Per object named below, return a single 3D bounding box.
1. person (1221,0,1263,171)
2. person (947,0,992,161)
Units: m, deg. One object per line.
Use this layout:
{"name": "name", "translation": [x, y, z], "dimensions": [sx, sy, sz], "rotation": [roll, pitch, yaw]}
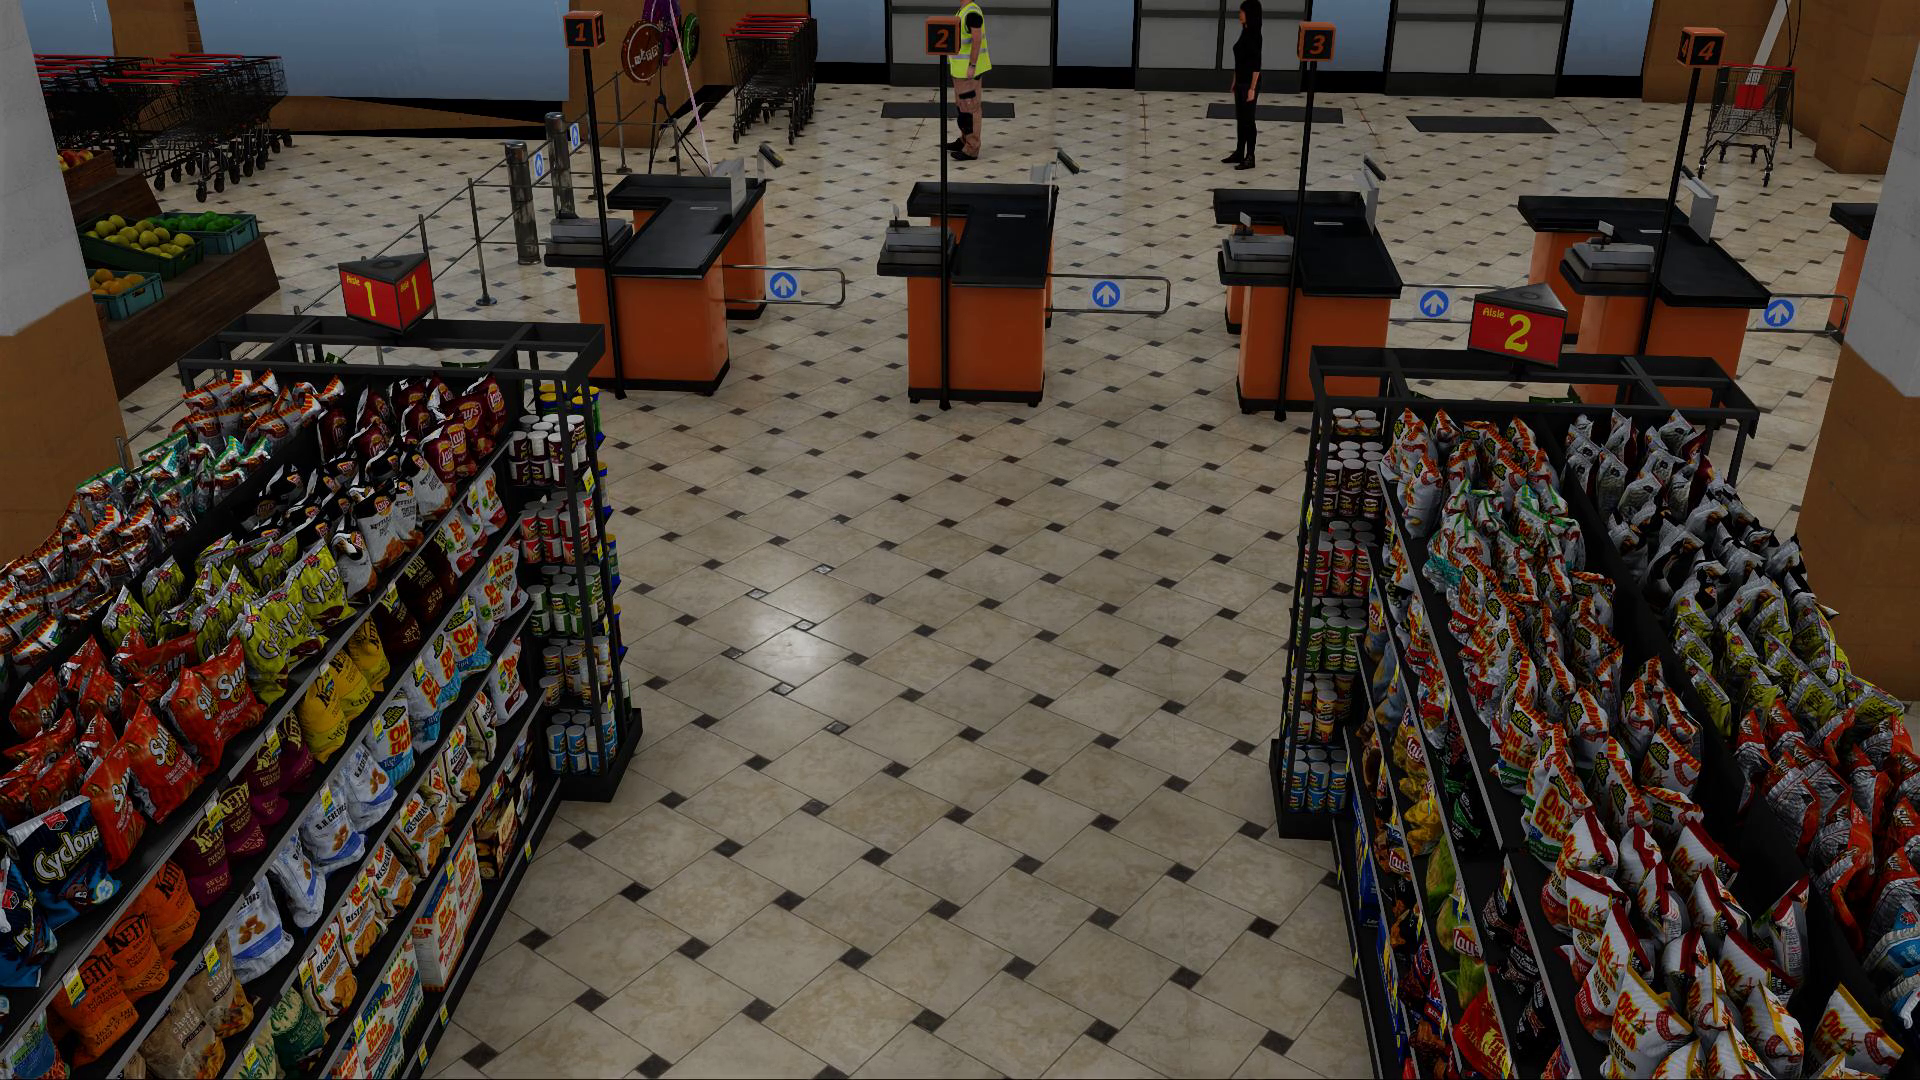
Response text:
{"name": "person", "translation": [2.884, -4.573, 16.678], "dimensions": [0.709, 1.641, 0.563], "rotation": [-8, 28, -16]}
{"name": "person", "translation": [0.060, -4.840, 16.978], "dimensions": [0.842, 1.846, 0.738], "rotation": [-5, 27, -9]}
